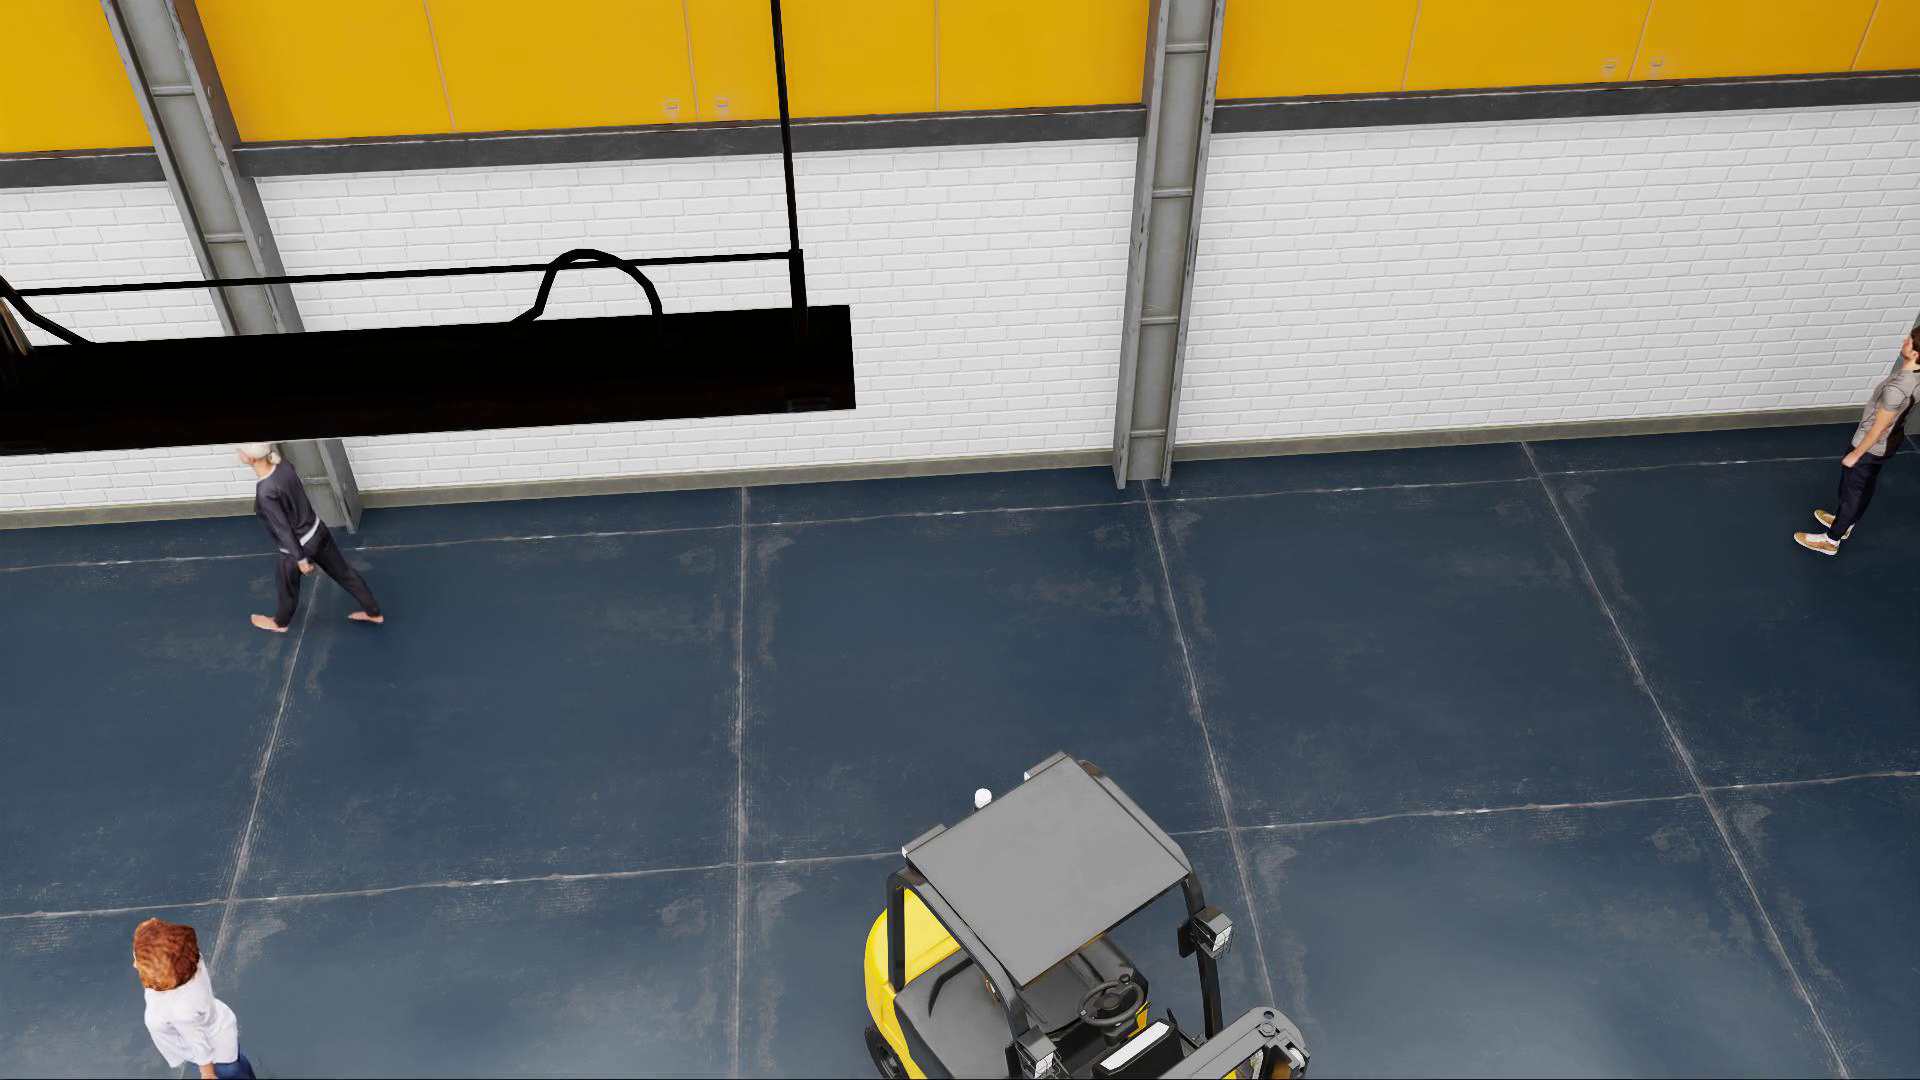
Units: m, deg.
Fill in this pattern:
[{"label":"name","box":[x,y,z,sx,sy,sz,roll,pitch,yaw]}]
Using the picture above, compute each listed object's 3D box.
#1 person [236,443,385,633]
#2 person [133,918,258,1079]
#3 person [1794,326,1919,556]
[{"label":"person","box":[-4.227,0.002,10.848,1.113,1.675,0.759,4,44,4]},{"label":"person","box":[-3.688,2.446,8.242,0.800,1.731,0.746,-16,46,-16]},{"label":"person","box":[6.290,-0.687,11.410,0.707,1.897,0.793,-33,52,-30]}]
